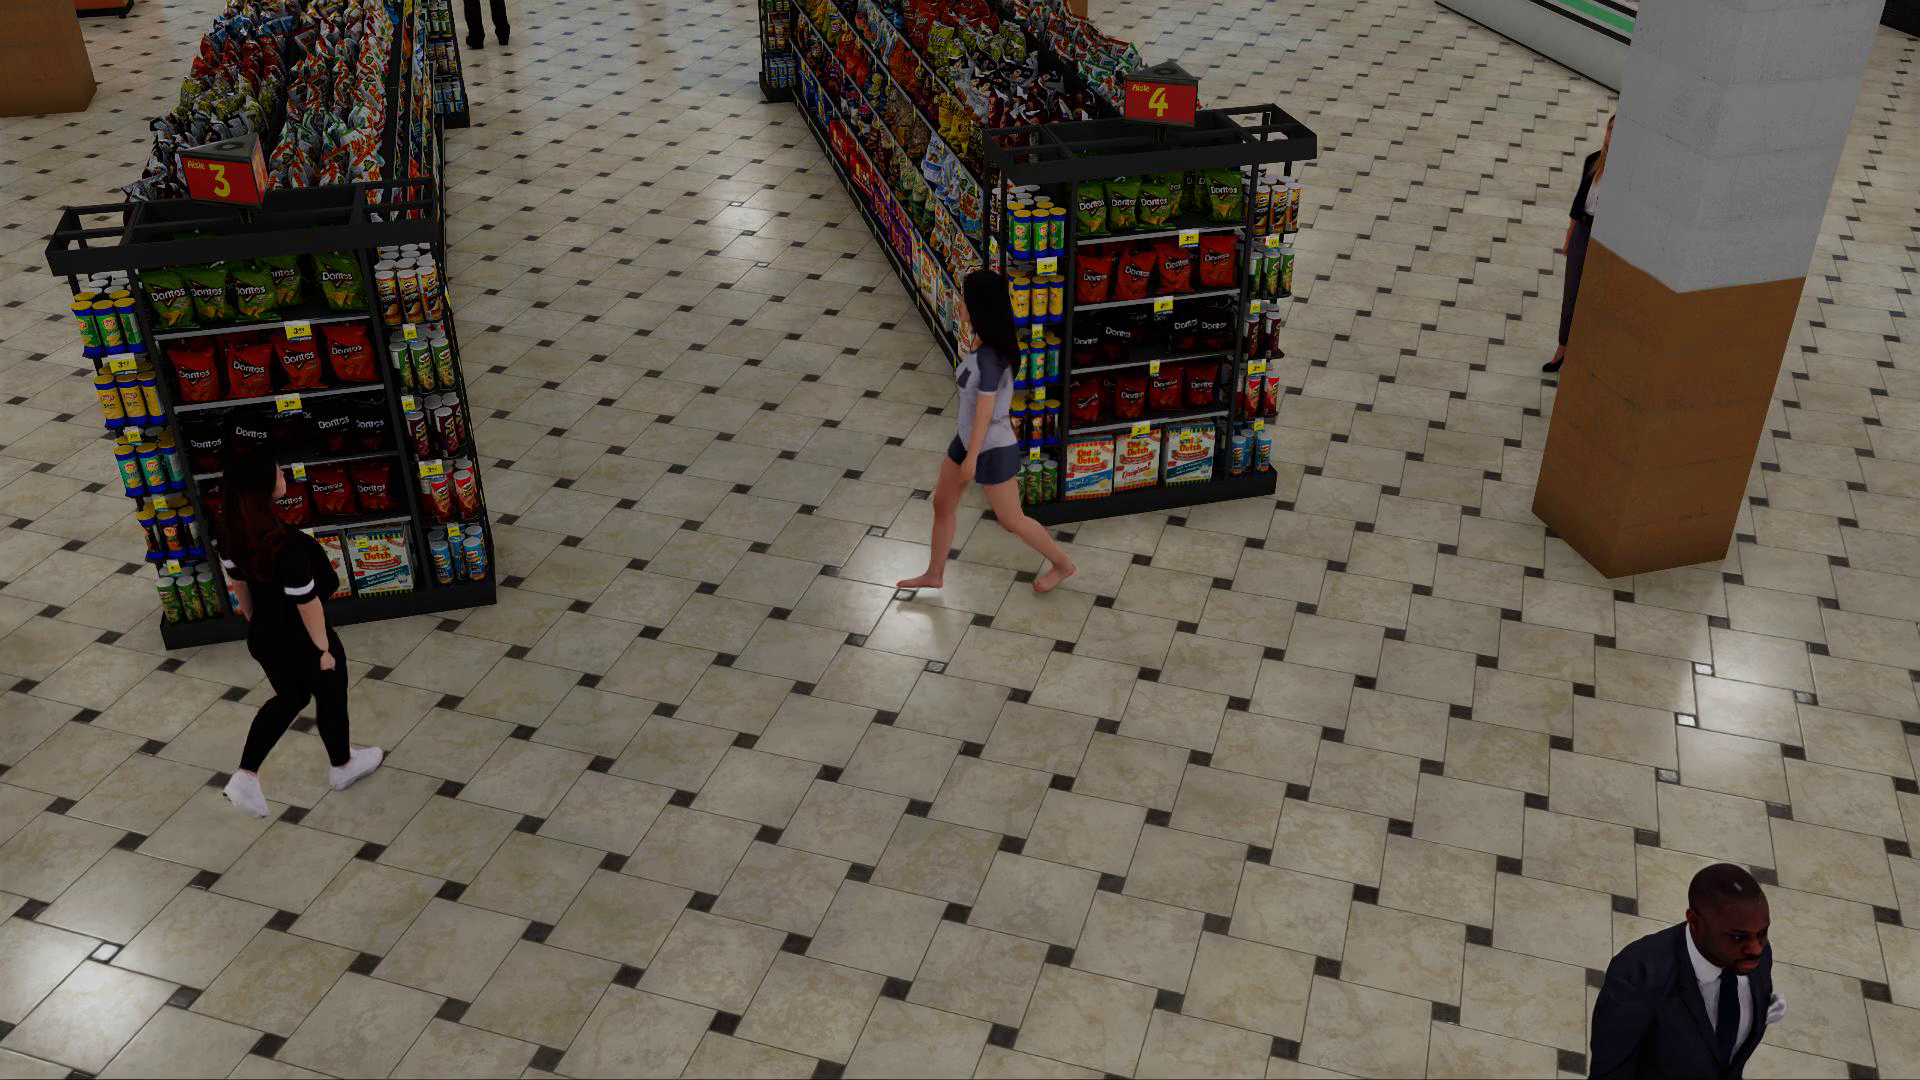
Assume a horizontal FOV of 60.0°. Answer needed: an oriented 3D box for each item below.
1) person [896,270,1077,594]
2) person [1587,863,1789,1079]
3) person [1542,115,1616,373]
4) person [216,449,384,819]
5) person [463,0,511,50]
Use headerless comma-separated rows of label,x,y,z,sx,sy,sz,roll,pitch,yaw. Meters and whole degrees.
person,0.203,-0.434,7.801,0.739,1.669,1.062,-5,32,-8
person,1.849,1.563,4.446,0.727,1.824,0.647,-13,34,-20
person,3.801,-1.725,9.876,0.731,1.671,0.591,-21,38,-30
person,-2.667,0.411,6.488,0.968,1.623,1.020,18,36,26
person,-4.726,-5.742,16.173,0.777,1.838,0.666,-17,36,-25
